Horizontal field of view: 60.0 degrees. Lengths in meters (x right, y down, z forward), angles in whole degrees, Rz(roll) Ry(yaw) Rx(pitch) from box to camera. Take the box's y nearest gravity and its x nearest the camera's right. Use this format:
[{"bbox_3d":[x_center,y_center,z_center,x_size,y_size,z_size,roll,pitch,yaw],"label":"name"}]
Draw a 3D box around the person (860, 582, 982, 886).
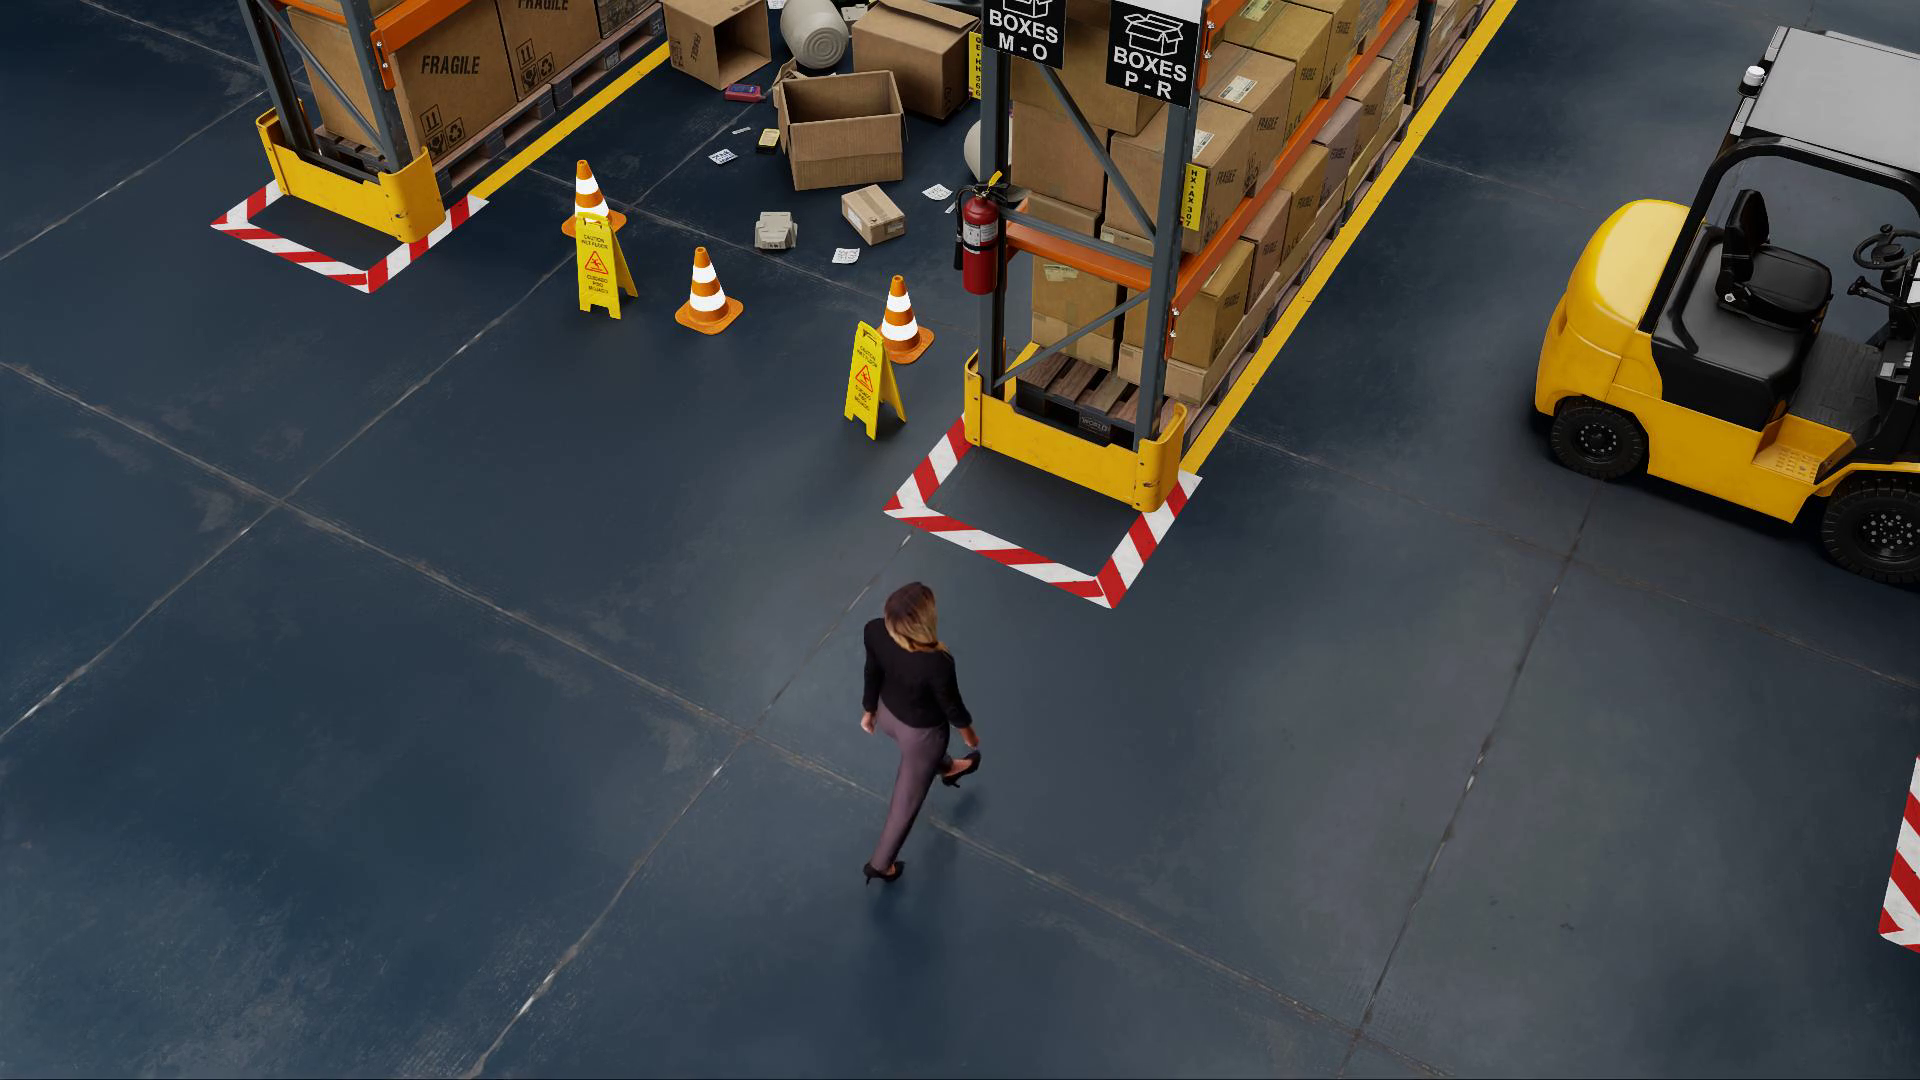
[{"bbox_3d":[-0.249,0.835,6.686,1.092,1.634,0.782,-36,57,-29],"label":"person"}]
